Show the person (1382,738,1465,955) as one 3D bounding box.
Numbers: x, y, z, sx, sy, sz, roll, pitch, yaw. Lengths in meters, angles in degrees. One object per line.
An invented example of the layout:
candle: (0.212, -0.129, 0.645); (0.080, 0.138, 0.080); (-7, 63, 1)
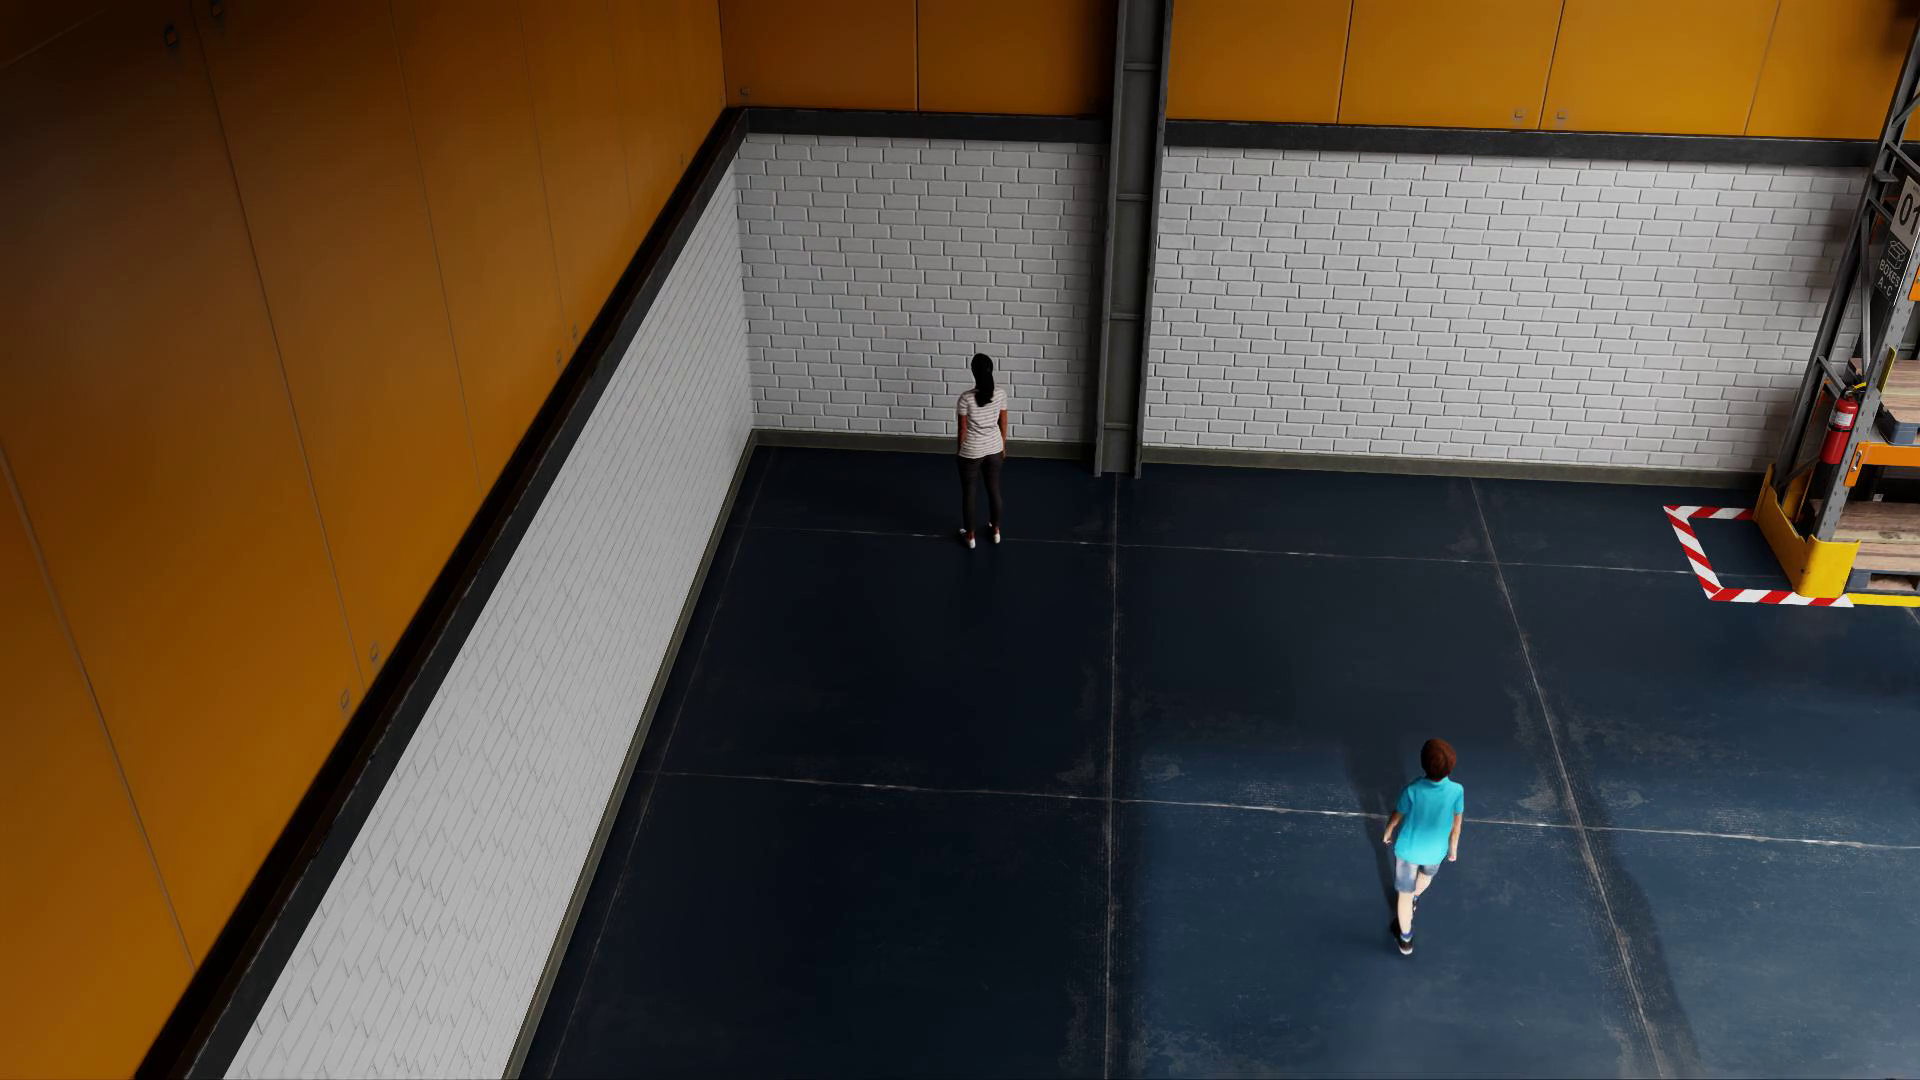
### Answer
person: (2.632, 1.765, 9.418); (0.754, 1.433, 0.657); (-1, 34, -1)

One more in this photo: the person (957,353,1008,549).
person: (0.170, -0.696, 12.930); (0.585, 1.643, 0.696); (-12, 35, -17)
